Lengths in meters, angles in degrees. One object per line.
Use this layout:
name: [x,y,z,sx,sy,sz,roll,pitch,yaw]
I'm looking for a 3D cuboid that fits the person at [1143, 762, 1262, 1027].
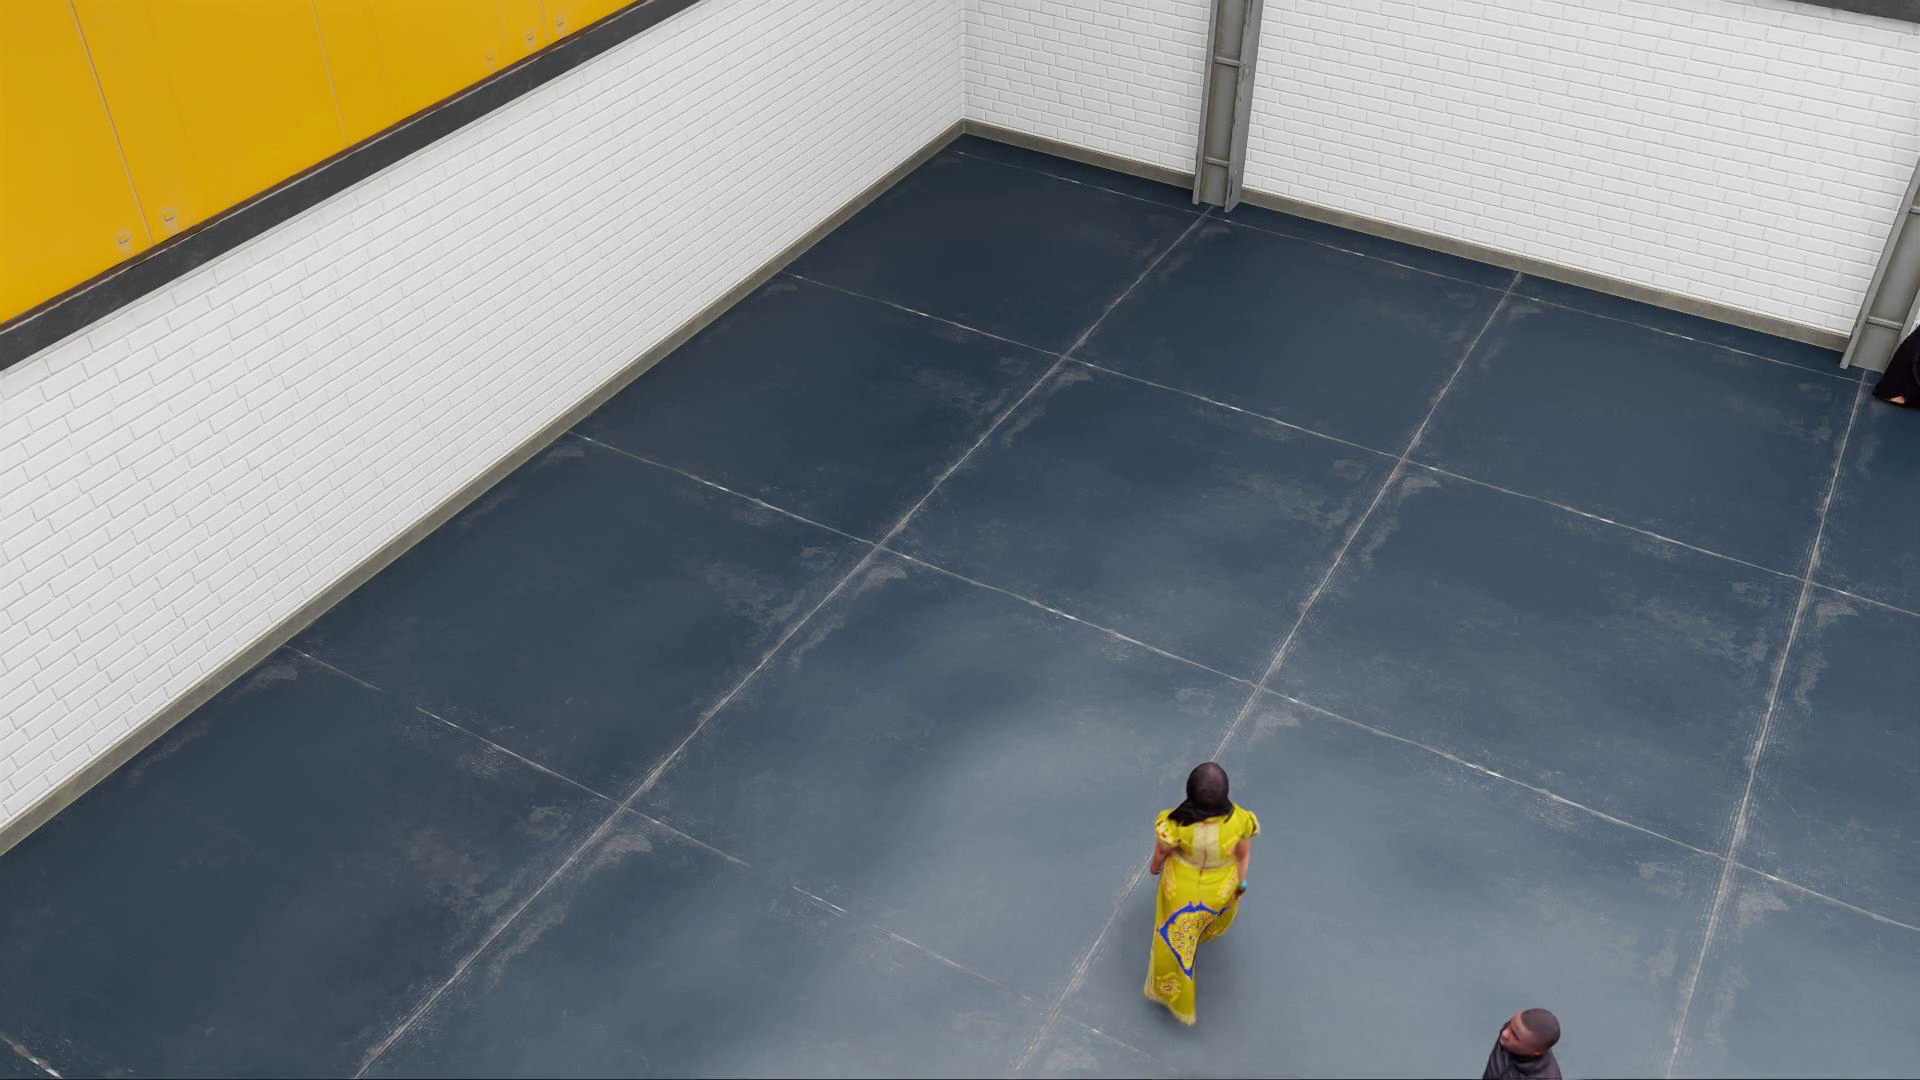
person: [1.260,1.871,8.685,1.264,1.625,1.195,-3,39,-3]
